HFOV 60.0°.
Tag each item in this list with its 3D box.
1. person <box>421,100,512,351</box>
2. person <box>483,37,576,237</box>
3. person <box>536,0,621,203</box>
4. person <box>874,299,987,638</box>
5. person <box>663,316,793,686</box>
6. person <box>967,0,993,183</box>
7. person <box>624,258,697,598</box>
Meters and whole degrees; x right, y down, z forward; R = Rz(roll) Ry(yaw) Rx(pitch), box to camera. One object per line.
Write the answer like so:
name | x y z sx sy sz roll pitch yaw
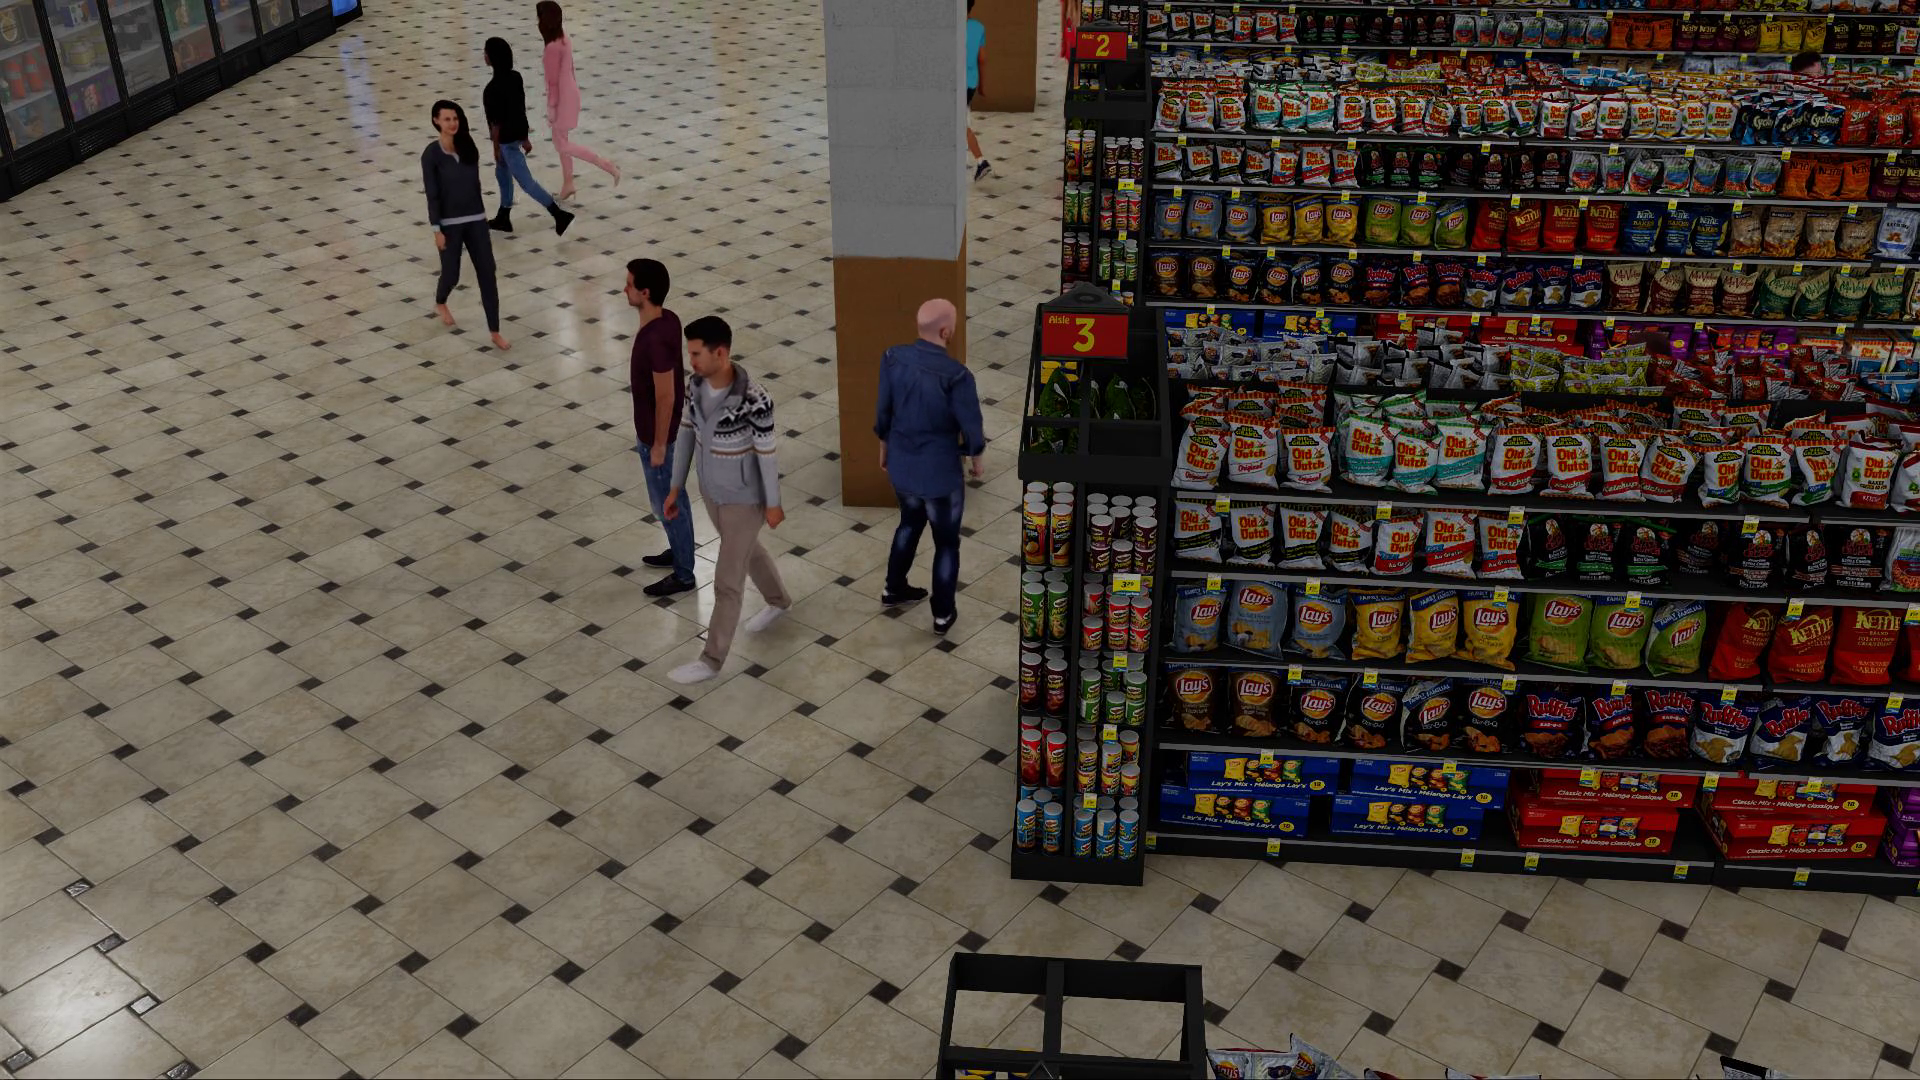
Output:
person | -3.641 -2.265 11.943 1.080 1.735 1.164 -23 36 -36
person | -3.678 -3.313 13.941 1.194 1.659 0.740 8 30 14
person | -3.460 -3.880 14.854 0.929 1.779 0.673 0 29 0
person | -0.158 -0.311 8.288 0.793 1.807 0.924 12 31 21
person | -1.056 -0.252 8.193 1.216 1.795 1.203 23 36 35
person | 0.066 -4.191 15.479 1.173 1.727 1.183 -19 34 -31
person | -1.571 -0.599 8.765 0.641 1.855 0.708 -4 29 -7
